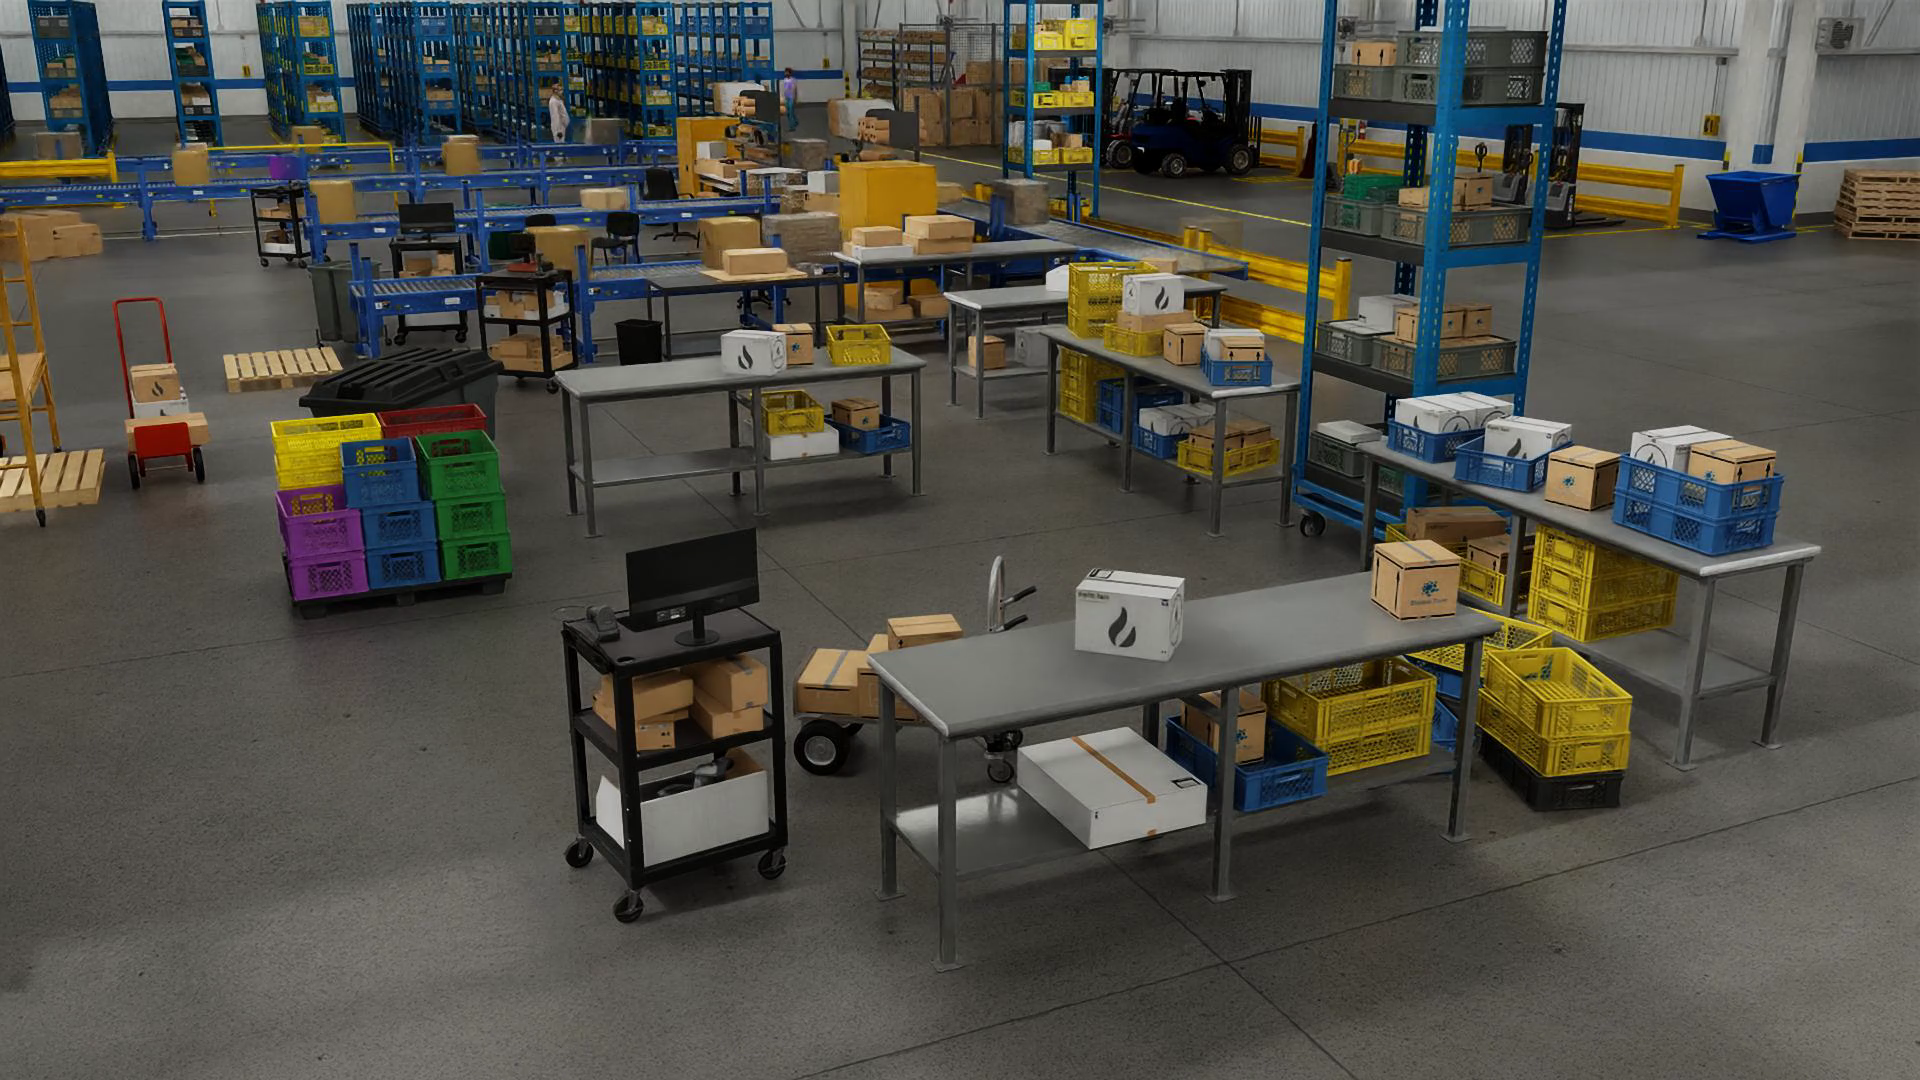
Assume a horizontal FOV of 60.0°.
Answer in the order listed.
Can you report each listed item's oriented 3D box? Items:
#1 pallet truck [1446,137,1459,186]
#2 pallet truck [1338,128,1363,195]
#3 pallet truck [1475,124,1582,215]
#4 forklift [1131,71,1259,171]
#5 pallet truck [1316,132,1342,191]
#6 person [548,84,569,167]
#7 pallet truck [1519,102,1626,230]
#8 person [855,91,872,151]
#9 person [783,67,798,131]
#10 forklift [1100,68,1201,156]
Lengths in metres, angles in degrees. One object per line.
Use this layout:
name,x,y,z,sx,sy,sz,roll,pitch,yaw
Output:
pallet truck,9.184,-6.485,29.328,1.630,1.274,0.653,-8,19,-23
pallet truck,7.845,-7.140,31.411,1.522,1.261,0.704,-9,20,-25
pallet truck,9.707,-6.455,28.103,1.885,1.965,0.823,-7,19,-20
forklift,4.998,-8.936,35.413,2.680,1.987,1.157,-9,20,-25
pallet truck,7.723,-7.504,32.656,1.601,1.201,0.680,-8,19,-23
person,-8.530,-8.751,35.483,0.410,1.909,0.643,-3,18,-11
pallet truck,9.972,-6.037,26.785,1.885,1.965,0.823,-9,20,-25
person,-1.873,-8.347,34.386,0.883,1.787,0.609,5,18,15
person,-4.955,-12.865,48.560,0.432,1.833,0.560,-16,24,-41
forklift,4.082,-9.564,37.410,2.680,1.987,1.157,-8,19,-23
